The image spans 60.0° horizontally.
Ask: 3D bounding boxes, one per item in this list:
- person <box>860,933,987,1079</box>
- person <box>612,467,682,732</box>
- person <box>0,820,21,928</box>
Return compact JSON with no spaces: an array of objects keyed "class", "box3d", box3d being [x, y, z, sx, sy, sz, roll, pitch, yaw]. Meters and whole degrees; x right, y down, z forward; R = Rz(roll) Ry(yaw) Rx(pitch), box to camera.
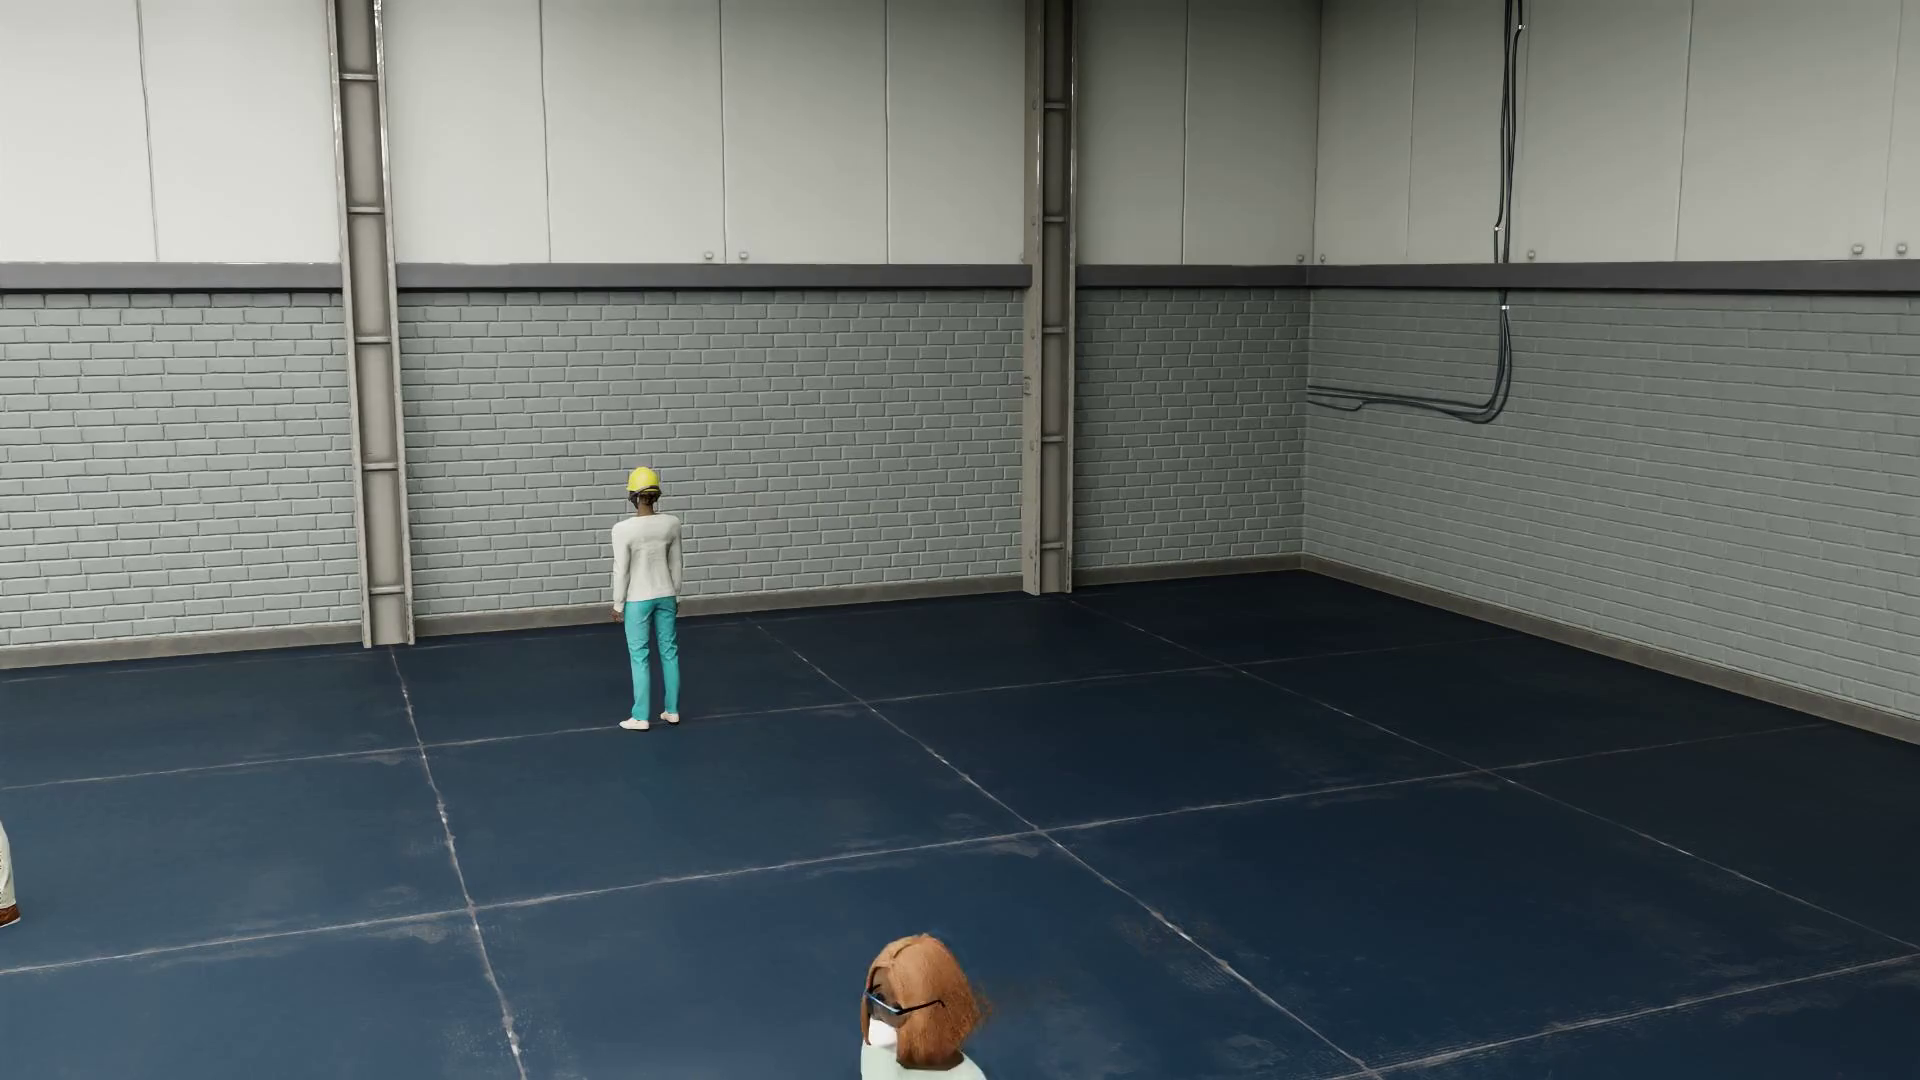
[{"class":"person","box3d":[-0.014,1.638,3.750,0.614,1.618,0.508,-6,11,-33]},{"class":"person","box3d":[-2.089,0.394,11.102,0.525,1.769,0.315,-8,12,-42]},{"class":"person","box3d":[-4.624,0.895,7.670,0.517,1.864,0.315,7,11,37]}]
